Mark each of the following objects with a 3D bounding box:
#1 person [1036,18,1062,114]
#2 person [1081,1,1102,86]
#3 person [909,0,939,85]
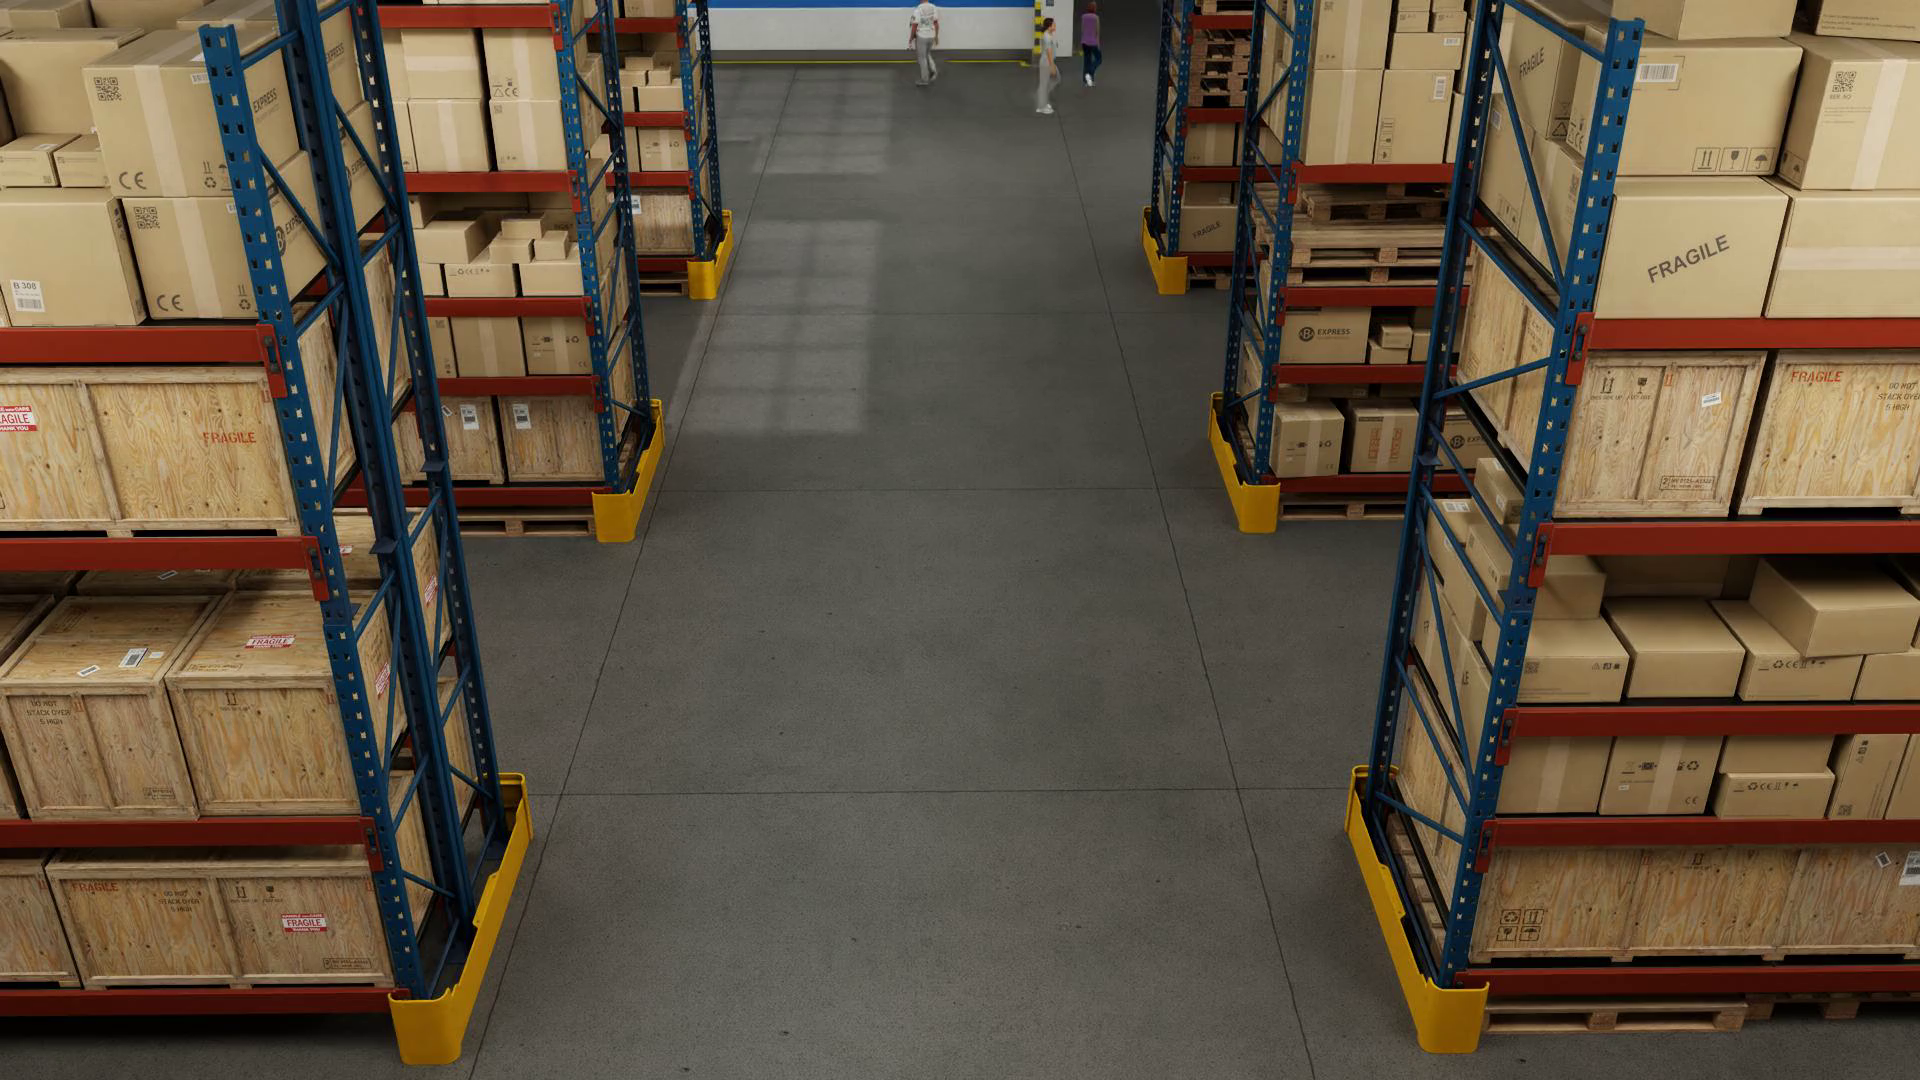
[{"bbox_3d":[1.593,-8.487,29.744,0.436,1.668,0.455,4,29,8],"label":"person"},{"bbox_3d":[2.452,-9.378,31.489,0.422,1.601,0.465,18,33,30],"label":"person"},{"bbox_3d":[-0.700,-9.574,31.687,0.563,1.748,0.469,-24,37,-37],"label":"person"}]
